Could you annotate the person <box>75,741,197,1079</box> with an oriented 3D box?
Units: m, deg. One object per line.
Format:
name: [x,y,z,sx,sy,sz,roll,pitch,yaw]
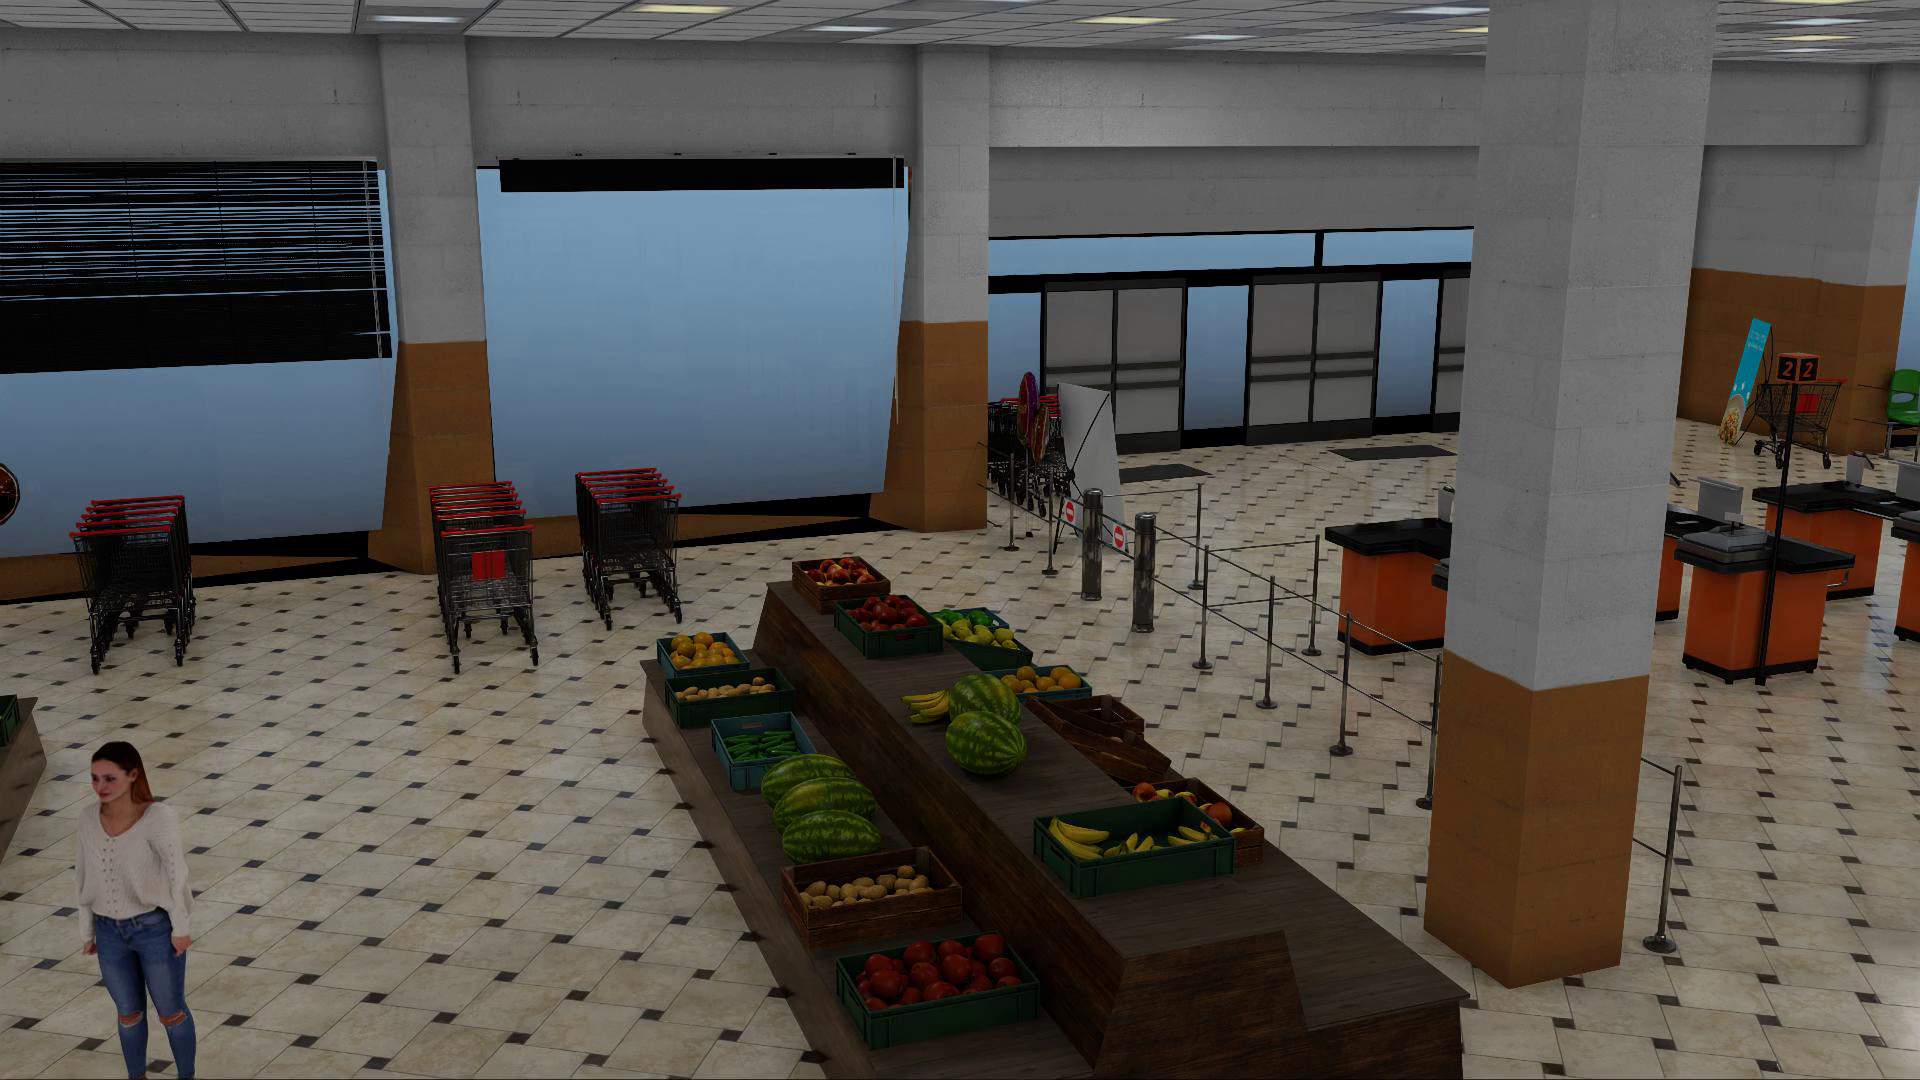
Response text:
person: [-3.463,1.647,7.015,0.701,1.692,0.688,1,14,4]
